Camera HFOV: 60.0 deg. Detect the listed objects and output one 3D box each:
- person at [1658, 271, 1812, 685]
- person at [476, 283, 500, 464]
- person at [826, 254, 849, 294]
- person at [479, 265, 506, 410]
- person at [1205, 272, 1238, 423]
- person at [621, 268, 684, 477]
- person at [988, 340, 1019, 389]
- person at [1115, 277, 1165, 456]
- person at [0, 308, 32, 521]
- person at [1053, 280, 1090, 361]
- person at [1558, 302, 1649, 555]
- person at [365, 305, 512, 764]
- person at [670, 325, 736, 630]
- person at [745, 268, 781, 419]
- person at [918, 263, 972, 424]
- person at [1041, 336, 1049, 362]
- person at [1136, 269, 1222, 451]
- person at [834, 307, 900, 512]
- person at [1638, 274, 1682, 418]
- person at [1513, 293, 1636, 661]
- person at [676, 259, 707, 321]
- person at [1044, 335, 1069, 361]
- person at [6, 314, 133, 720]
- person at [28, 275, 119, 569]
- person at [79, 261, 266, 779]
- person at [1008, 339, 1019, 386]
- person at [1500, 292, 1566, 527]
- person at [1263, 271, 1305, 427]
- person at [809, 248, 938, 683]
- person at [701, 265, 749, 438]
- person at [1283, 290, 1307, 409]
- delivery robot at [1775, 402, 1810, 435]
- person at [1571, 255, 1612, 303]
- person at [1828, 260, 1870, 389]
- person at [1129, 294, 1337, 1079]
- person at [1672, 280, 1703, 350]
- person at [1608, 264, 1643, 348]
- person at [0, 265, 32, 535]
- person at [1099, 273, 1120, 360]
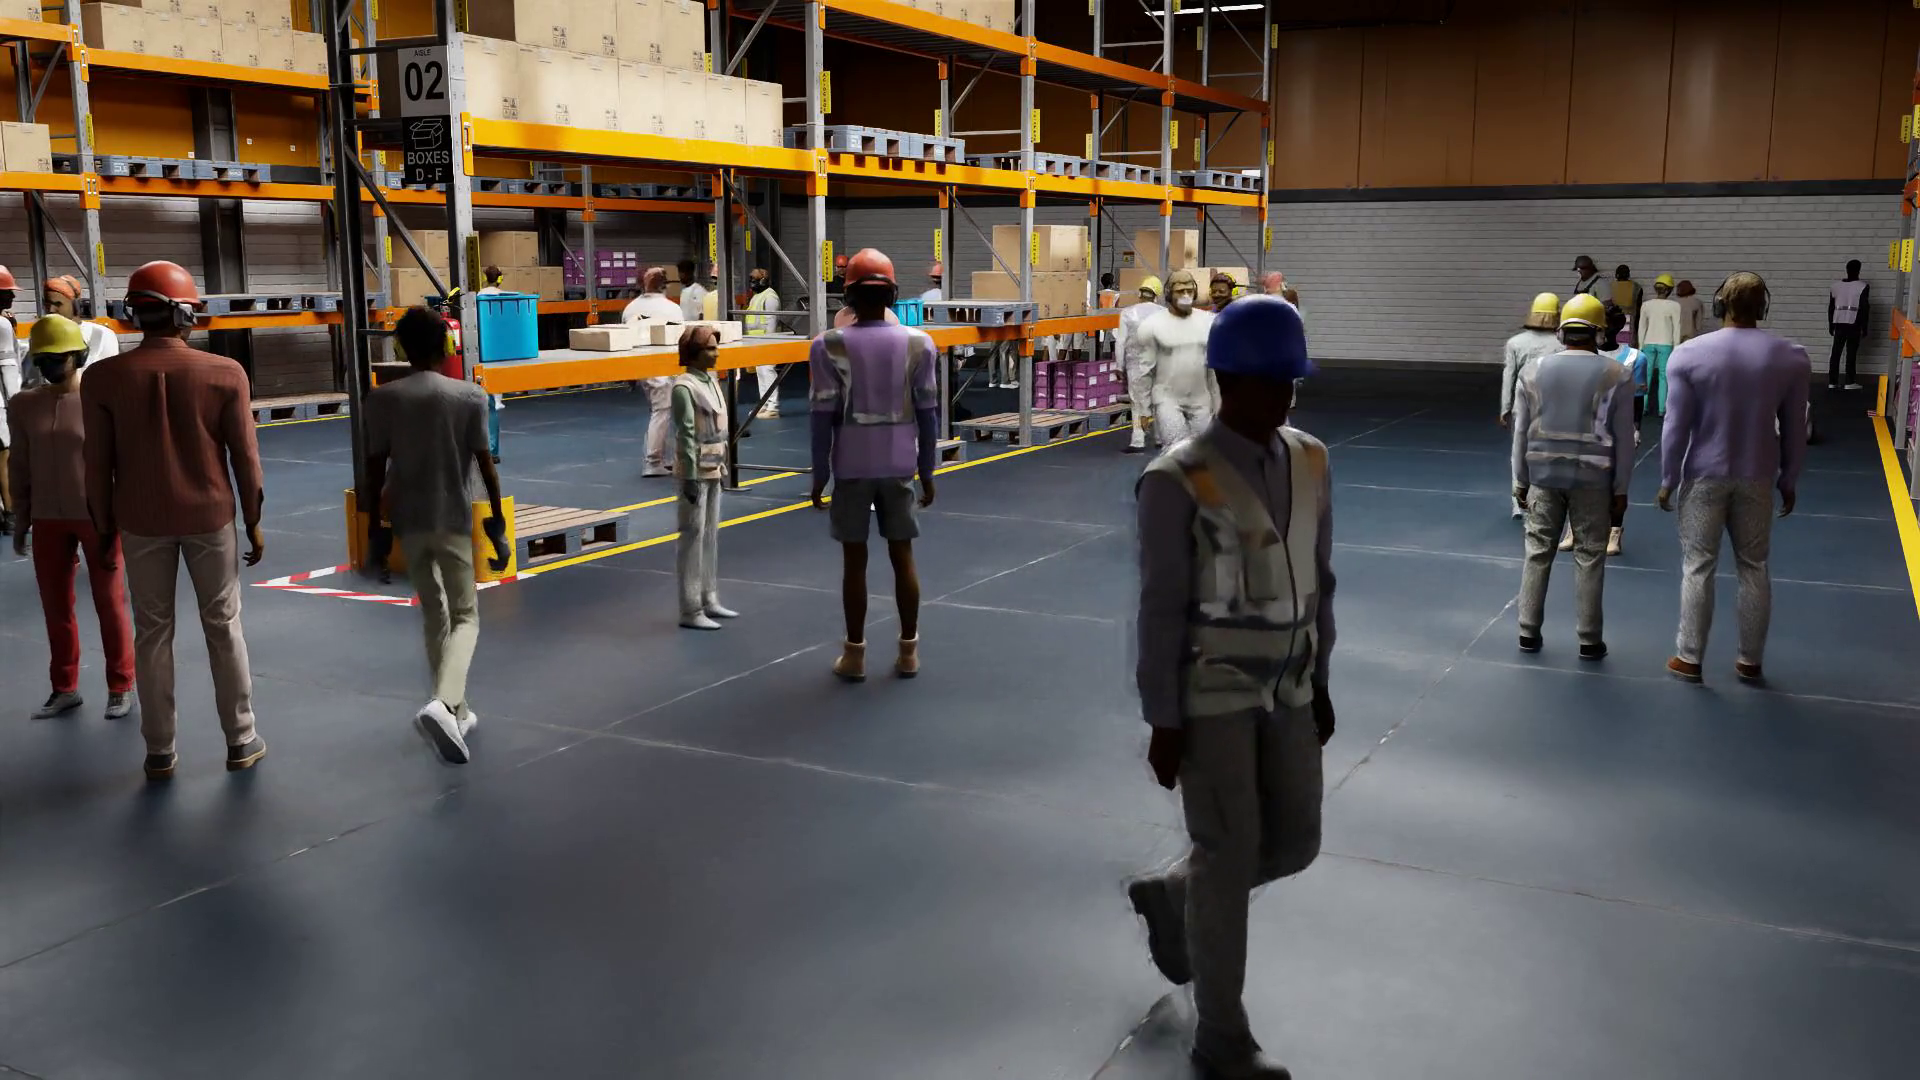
[{"bbox_3d":[3.610,-0.282,7.804,0.635,1.937,0.353,2,10,11],"label":"person"},{"bbox_3d":[-4.604,-1.635,15.915,0.564,1.842,0.392,10,14,44],"label":"person"},{"bbox_3d":[-1.851,-3.487,26.188,0.609,1.996,0.383,-1,10,-4],"label":"person"},{"bbox_3d":[-6.011,-2.624,21.587,0.570,1.854,0.536,0,10,1],"label":"person"},{"bbox_3d":[2.104,-1.232,13.507,0.512,1.870,0.328,6,11,31],"label":"person"},{"bbox_3d":[-2.660,-1.527,15.172,0.651,1.885,0.763,7,12,35],"label":"person"},{"bbox_3d":[0.618,-3.215,24.813,0.367,1.928,0.584,-9,13,-41],"label":"person"},{"bbox_3d":[1.872,-1.743,16.764,0.615,1.780,0.720,-2,10,-12],"label":"person"},{"bbox_3d":[-7.117,-0.931,12.428,0.513,1.641,0.307,0,10,0],"label":"person"},{"bbox_3d":[1.571,-3.013,23.310,0.607,2.044,0.377,-5,11,-25],"label":"person"},{"bbox_3d":[4.311,-0.743,11.169,0.540,1.695,0.317,7,12,34],"label":"person"},{"bbox_3d":[-2.117,-0.018,6.643,0.543,1.827,0.849,0,10,0],"label":"person"},{"bbox_3d":[-1.407,-0.342,9.014,0.308,1.638,0.522,2,10,10],"label":"person"},{"bbox_3d":[-2.419,-2.409,20.437,0.430,1.834,0.626,-5,11,-24],"label":"person"},{"bbox_3d":[-0.198,-2.314,19.667,0.565,1.895,0.914,6,12,32],"label":"person"},{"bbox_3d":[1.435,-3.257,25.039,0.552,1.932,0.377,4,11,22],"label":"person"},{"bbox_3d":[1.536,-0.961,11.812,0.636,1.914,0.798,-3,10,-14],"label":"person"},{"bbox_3d":[-0.767,-1.171,13.085,0.635,1.899,0.402,8,12,38],"label":"person"},{"bbox_3d":[8.627,-2.387,20.494,0.330,1.765,0.533,-8,13,-40],"label":"person"},{"bbox_3d":[3.068,-0.314,8.337,0.591,1.823,0.405,7,12,35],"label":"person"},{"bbox_3d":[-3.559,-2.741,22.015,0.428,1.943,0.647,-6,12,-32],"label":"person"},{"bbox_3d":[1.423,-3.120,24.392,0.337,1.882,0.585,-6,12,-33],"label":"person"},{"bbox_3d":[-3.837,-0.087,7.204,0.543,1.764,0.370,-1,10,-4],"label":"person"},{"bbox_3d":[-5.563,-0.711,10.477,0.572,1.873,0.358,0,10,2],"label":"person"},{"bbox_3d":[-3.031,-0.075,6.454,0.623,1.987,0.394,-4,10,-20],"label":"person"},{"bbox_3d":[0.828,-3.175,25.421,0.310,1.638,0.523,-1,10,-6],"label":"person"},{"bbox_3d":[4.284,-0.960,12.315,0.514,1.725,0.488,6,11,31],"label":"person"},{"bbox_3d":[3.017,-1.684,16.188,1.007,1.854,0.656,-6,12,-32],"label":"person"},{"bbox_3d":[-0.413,-0.347,7.882,0.614,2.039,0.395,-3,10,-15],"label":"person"},{"bbox_3d":[-2.582,-2.072,18.192,0.560,1.930,0.383,9,14,44],"label":"person"},{"bbox_3d":[4.273,-2.502,21.798,0.512,1.545,1.008,1,10,8],"label":"person"},{"bbox_3d":[8.892,-1.364,17.796,0.477,0.478,0.707,5,11,29],"label":"delivery robot"},{"bbox_3d":[9.278,-3.222,24.529,0.996,2.000,0.709,-1,10,-6],"label":"person"},{"bbox_3d":[13.259,-3.206,24.823,0.387,1.926,0.602,-6,11,-31],"label":"person"},{"bbox_3d":[0.635,0.356,4.138,0.625,1.928,0.594,-7,12,-37],"label":"person"},{"bbox_3d":[10.918,-3.098,25.113,0.529,1.595,0.541,2,10,9],"label":"person"},{"bbox_3d":[10.435,-3.424,26.285,0.626,1.842,0.429,2,10,12],"label":"person"},{"bbox_3d":[-6.909,-1.007,12.001,0.547,1.938,0.379,7,12,37],"label":"person"},{"bbox_3d":[2.419,-3.543,27.371,0.540,1.698,0.317,2,10,11],"label":"person"}]
